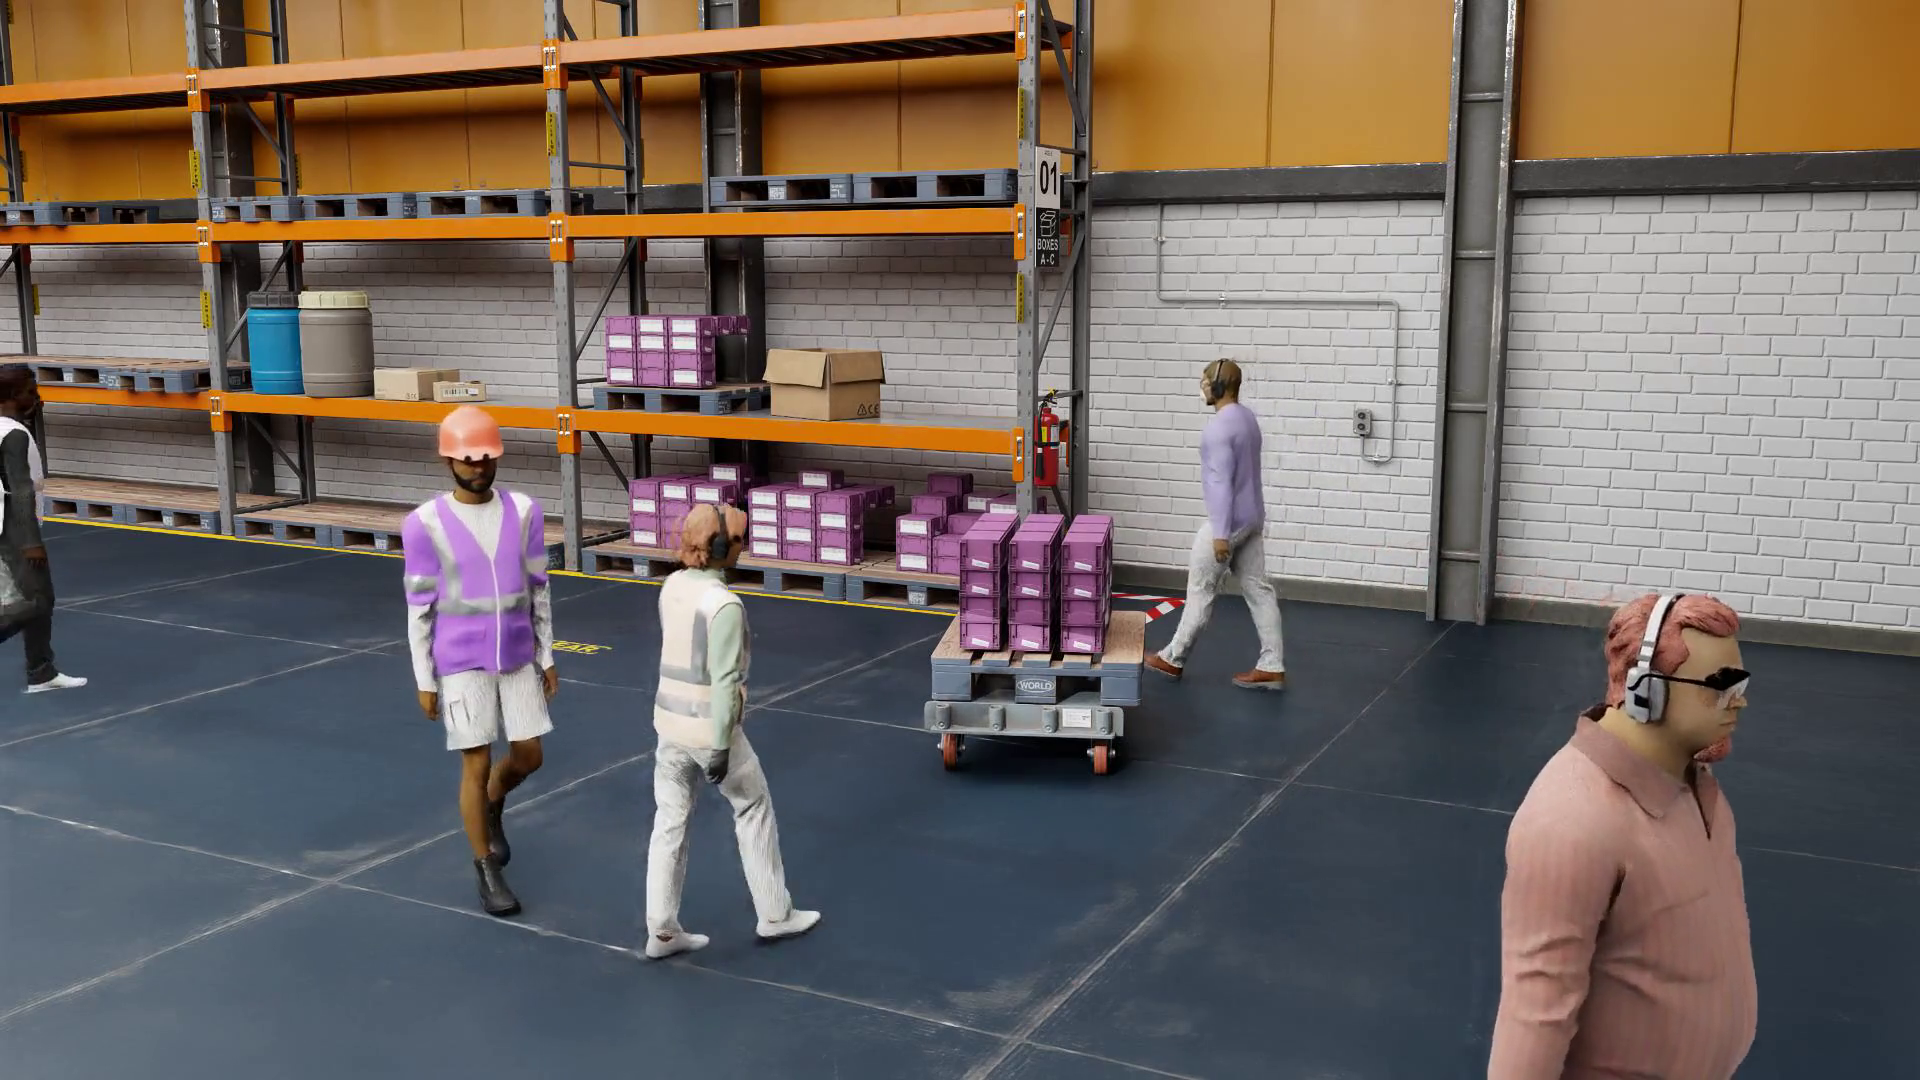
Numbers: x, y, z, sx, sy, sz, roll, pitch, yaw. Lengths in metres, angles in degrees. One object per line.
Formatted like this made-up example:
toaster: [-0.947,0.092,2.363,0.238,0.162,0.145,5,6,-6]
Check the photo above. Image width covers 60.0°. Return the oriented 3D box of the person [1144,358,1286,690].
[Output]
person: [1.484,-0.089,9.607,0.961,1.901,0.660,6,11,31]

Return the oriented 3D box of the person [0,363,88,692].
person: [-5.351,-0.040,9.331,0.613,1.899,0.603,-6,11,-35]

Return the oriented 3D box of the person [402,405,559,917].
person: [-1.827,0.438,6.326,0.556,1.919,0.557,-7,12,-37]

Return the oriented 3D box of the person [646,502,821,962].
person: [-0.823,0.665,5.888,0.740,1.607,0.513,-8,12,-40]

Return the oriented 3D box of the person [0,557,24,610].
person: [-6.672,-0.353,11.252,0.634,1.905,0.940,3,10,18]

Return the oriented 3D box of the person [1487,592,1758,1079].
person: [1.220,1.002,3.066,1.017,1.863,0.655,7,12,37]
